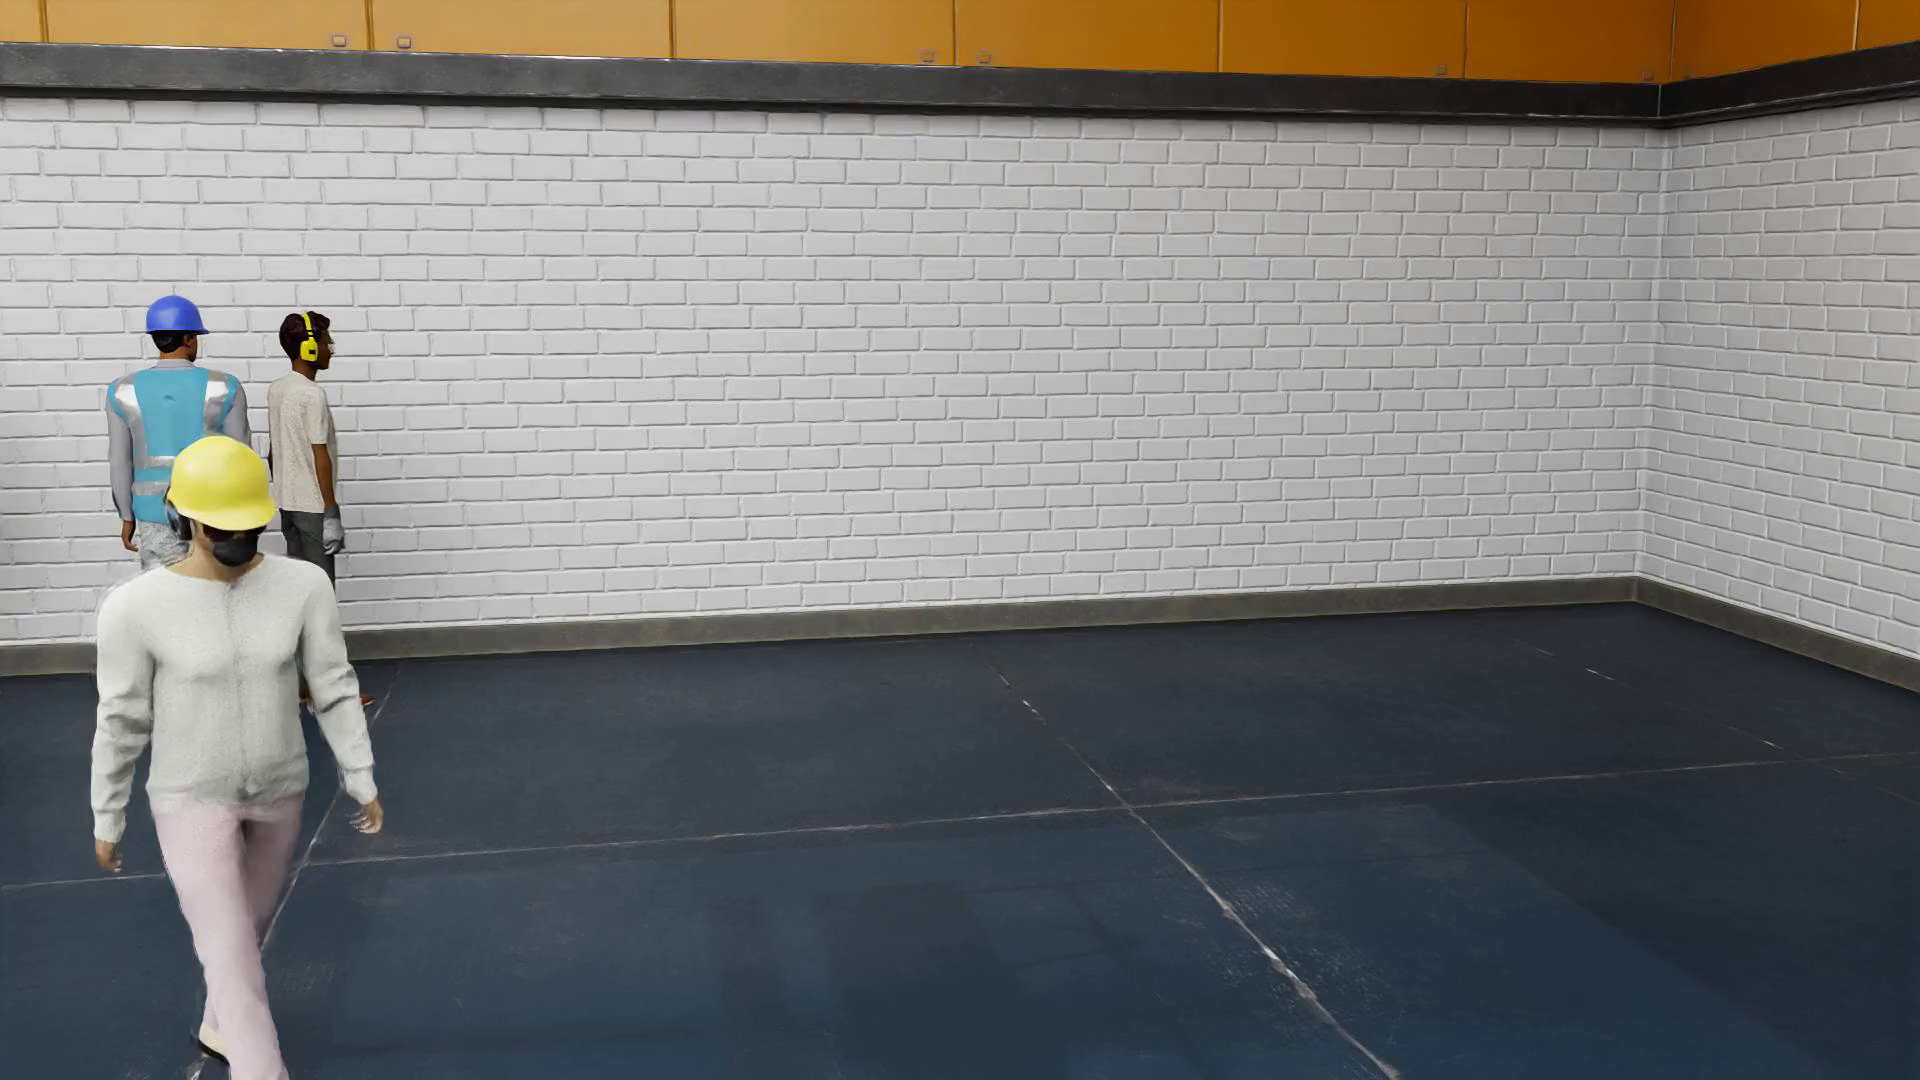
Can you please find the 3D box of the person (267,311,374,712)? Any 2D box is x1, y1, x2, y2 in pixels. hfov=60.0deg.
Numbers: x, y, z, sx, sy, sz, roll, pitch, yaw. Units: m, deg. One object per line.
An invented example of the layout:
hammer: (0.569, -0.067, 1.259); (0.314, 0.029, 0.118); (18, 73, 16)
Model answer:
person: (-3.048, -0.135, 7.818); (0.516, 1.871, 0.325); (9, 13, 43)

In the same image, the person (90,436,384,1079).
person: (-1.697, 0.593, 3.898); (0.942, 1.704, 0.574); (9, 13, 44)

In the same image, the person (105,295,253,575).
person: (-3.529, -0.135, 7.589); (0.605, 1.944, 0.402); (-3, 10, -15)
